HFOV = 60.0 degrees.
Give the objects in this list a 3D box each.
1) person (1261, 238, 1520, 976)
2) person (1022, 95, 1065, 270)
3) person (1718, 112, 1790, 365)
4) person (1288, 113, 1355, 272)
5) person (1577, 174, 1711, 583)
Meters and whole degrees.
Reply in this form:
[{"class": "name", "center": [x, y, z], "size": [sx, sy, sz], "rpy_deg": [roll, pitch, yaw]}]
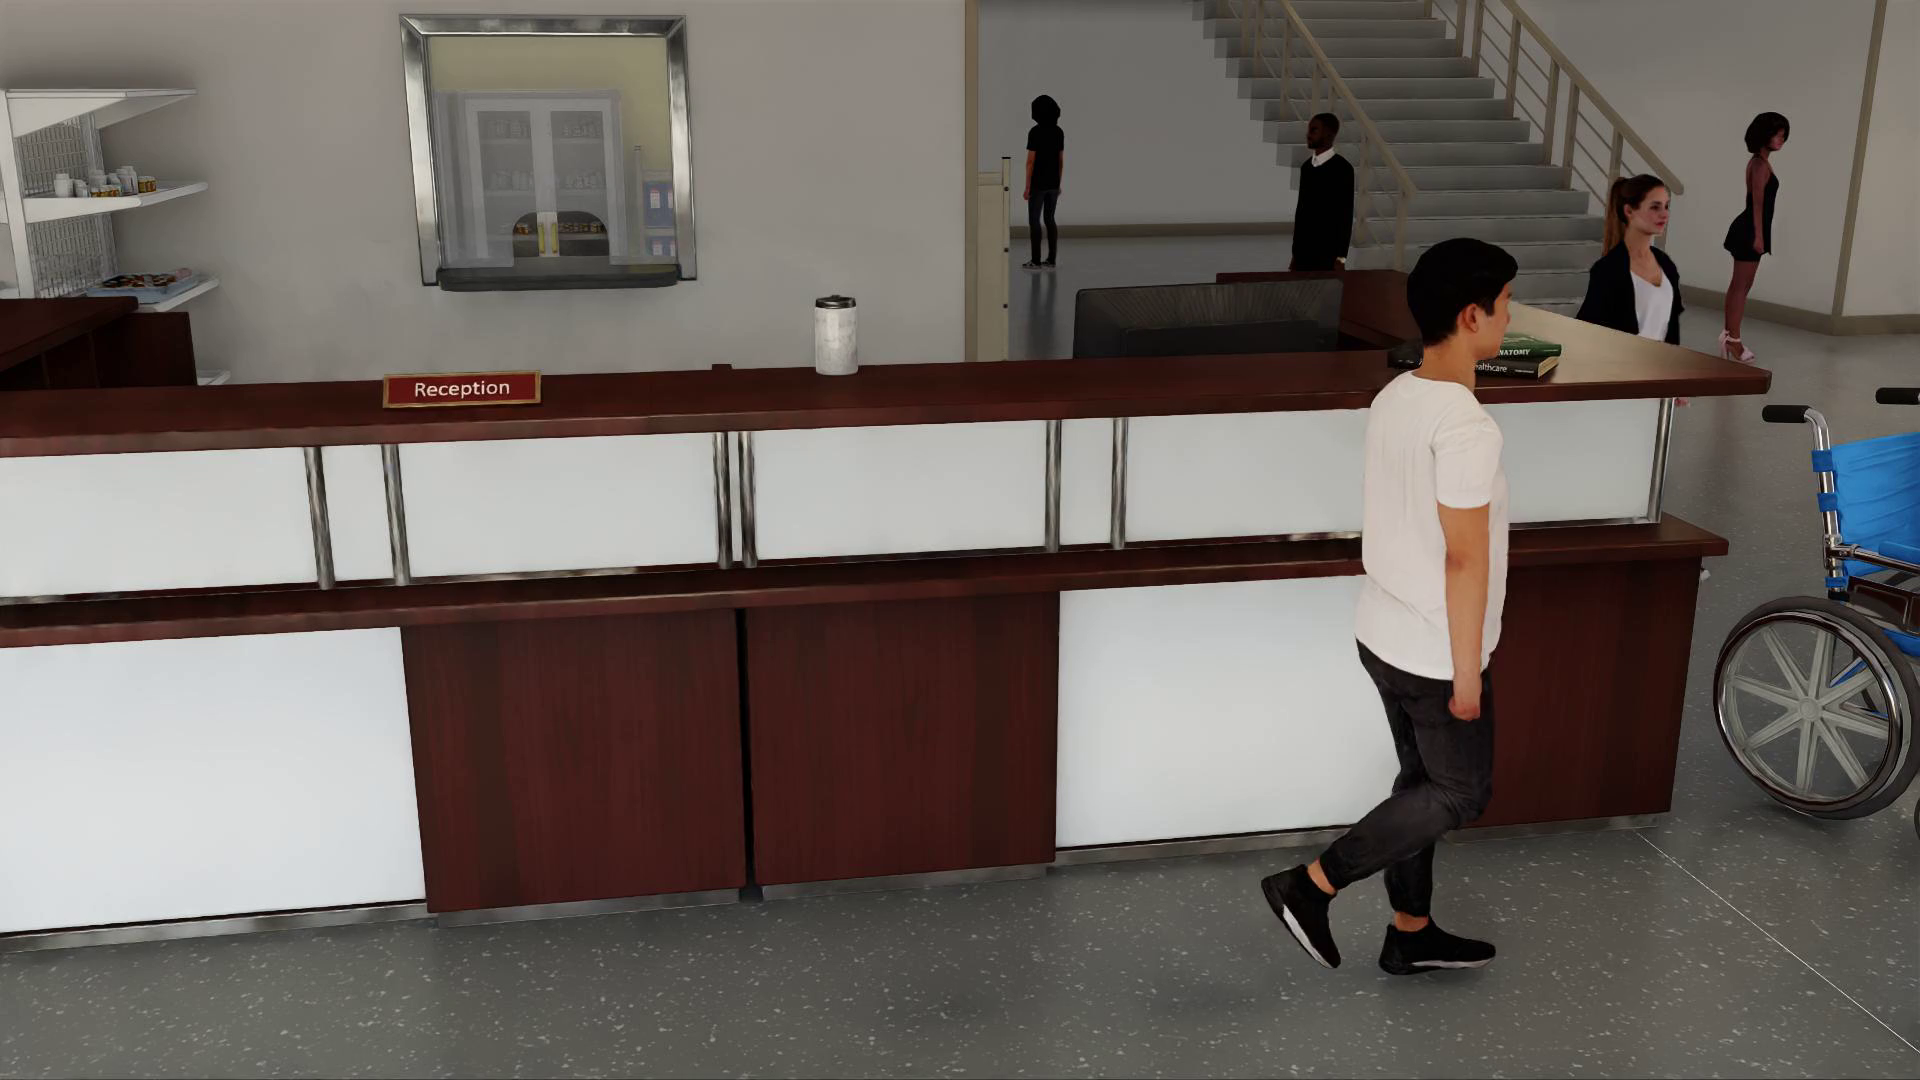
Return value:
[{"class": "person", "center": [0.962, 0.203, 3.687], "size": [0.731, 1.709, 0.770], "rpy_deg": [-2, 16, -6]}, {"class": "person", "center": [0.912, -3.846, 17.870], "size": [0.707, 1.824, 0.687], "rpy_deg": [-11, 19, -34]}, {"class": "person", "center": [5.764, -2.207, 12.146], "size": [0.736, 1.787, 0.651], "rpy_deg": [6, 17, 21]}, {"class": "person", "center": [2.451, -1.961, 11.236], "size": [0.769, 1.807, 0.600], "rpy_deg": [-9, 18, -30]}, {"class": "person", "center": [2.620, -0.625, 6.805], "size": [0.877, 1.640, 1.164], "rpy_deg": [-9, 18, -30]}]
